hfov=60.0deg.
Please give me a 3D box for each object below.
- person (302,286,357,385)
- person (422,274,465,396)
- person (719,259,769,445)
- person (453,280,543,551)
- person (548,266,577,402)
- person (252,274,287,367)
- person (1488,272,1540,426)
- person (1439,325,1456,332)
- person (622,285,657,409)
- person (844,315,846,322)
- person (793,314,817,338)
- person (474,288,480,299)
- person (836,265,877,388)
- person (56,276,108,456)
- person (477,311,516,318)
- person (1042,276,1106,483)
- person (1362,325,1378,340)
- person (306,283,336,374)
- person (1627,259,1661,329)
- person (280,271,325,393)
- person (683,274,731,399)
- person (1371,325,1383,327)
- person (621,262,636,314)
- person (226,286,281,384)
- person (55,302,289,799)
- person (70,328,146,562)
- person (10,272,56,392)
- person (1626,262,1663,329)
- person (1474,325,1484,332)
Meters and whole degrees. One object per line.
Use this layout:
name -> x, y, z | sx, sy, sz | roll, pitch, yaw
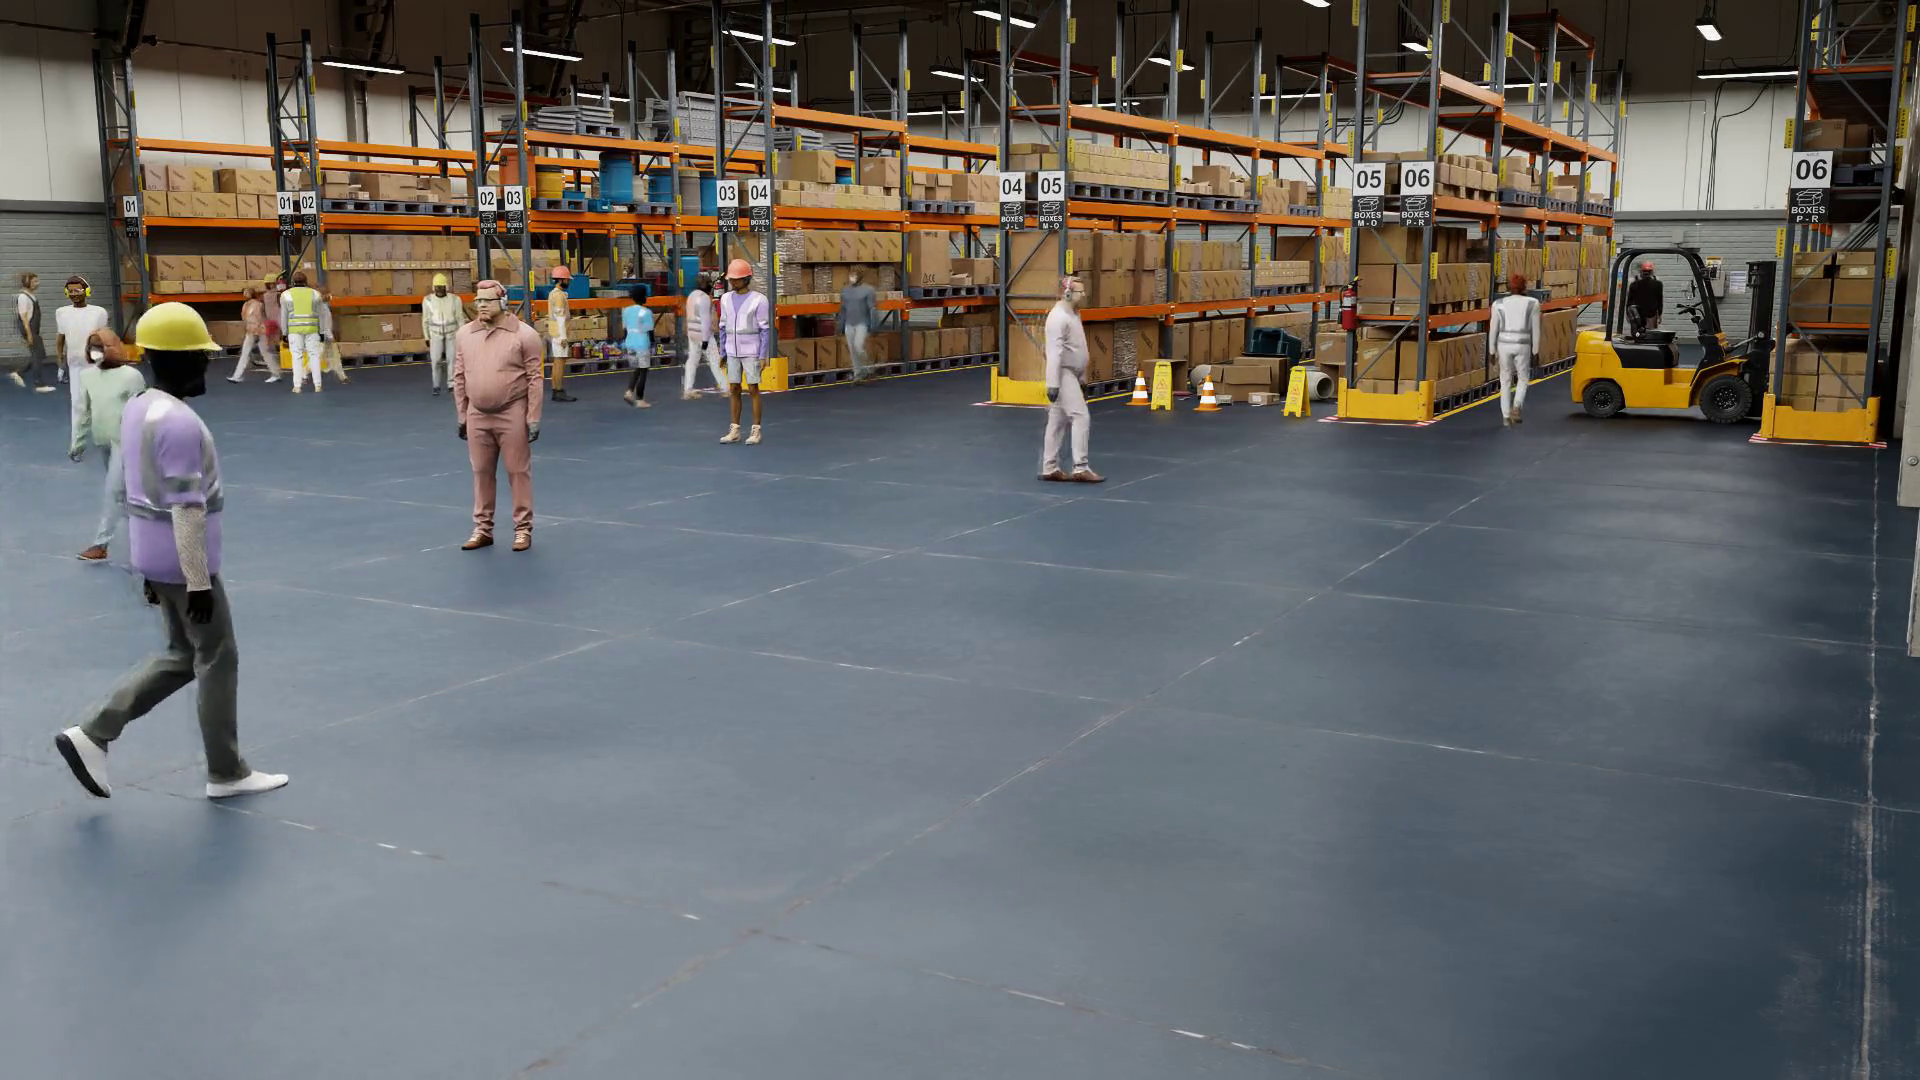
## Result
person -> -10.295, -3.299, 26.864 | 0.851, 1.592, 0.500 | -2, 10, -13
person -> -7.675, -3.041, 24.753 | 0.616, 1.801, 0.783 | -3, 10, -15
person -> -2.397, -2.057, 18.303 | 0.605, 2.034, 0.392 | 4, 11, 23
person -> -3.260, -0.868, 11.715 | 0.642, 1.909, 0.399 | 2, 10, 9
person -> -5.684, -2.943, 23.776 | 0.373, 1.934, 0.552 | -4, 10, -22
person -> -12.850, -4.083, 31.070 | 0.531, 1.726, 0.893 | 3, 10, 19
person -> 6.773, -2.327, 20.348 | 0.602, 1.872, 0.412 | 3, 10, 19
person -> 11.092, -5.284, 37.872 | 0.682, 1.787, 0.827 | -1, 10, -6
person -> -4.350, -2.622, 22.637 | 0.547, 1.686, 0.375 | 7, 12, 37
person -> -2.041, -4.510, 33.126 | 0.649, 1.883, 0.749 | 7, 12, 35
person -> -2.814, -3.933, 29.765 | 0.387, 1.879, 0.684 | 3, 10, 20
person -> -5.139, -1.918, 18.273 | 0.329, 1.767, 0.529 | -6, 11, -30
person -> -1.651, -3.360, 26.246 | 0.639, 1.920, 0.442 | 6, 11, 30
person -> -9.124, -1.810, 17.343 | 0.535, 1.868, 0.309 | -3, 10, -17
person -> -5.911, -2.401, 21.351 | 0.537, 1.675, 0.694 | 1, 10, 5
person -> 1.087, -1.450, 15.168 | 0.757, 1.879, 0.680 | 2, 10, 12
person -> 9.018, -5.074, 36.495 | 0.509, 1.857, 0.333 | 2, 10, 13
person -> -11.390, -3.735, 29.408 | 0.509, 1.594, 0.868 | 6, 11, 29
person -> 14.170, -4.818, 34.448 | 0.684, 2.000, 0.675 | 2, 10, 12
person -> -10.016, -3.166, 25.356 | 0.635, 1.842, 0.429 | -5, 11, -28
person -> -3.648, -2.947, 24.180 | 0.912, 1.798, 0.642 | -7, 12, -35
person -> 8.591, -4.782, 34.251 | 0.394, 2.037, 0.605 | -6, 11, -30
person -> -7.127, -5.035, 36.017 | 0.637, 1.938, 0.356 | 9, 13, 41
person -> -11.520, -3.342, 27.125 | 0.533, 1.583, 0.894 | 8, 12, 39
person -> -2.977, 0.074, 6.205 | 0.704, 1.908, 0.591 | -7, 12, -37
person -> -5.832, -0.662, 11.424 | 0.520, 1.581, 0.851 | 3, 10, 16
person -> -14.144, -3.146, 25.269 | 0.535, 1.834, 0.539 | -3, 10, -18
person -> 13.180, -4.364, 32.048 | 0.651, 1.942, 0.994 | 4, 10, 20
person -> 12.046, -5.319, 37.766 | 0.633, 1.919, 0.744 | -8, 13, -41
